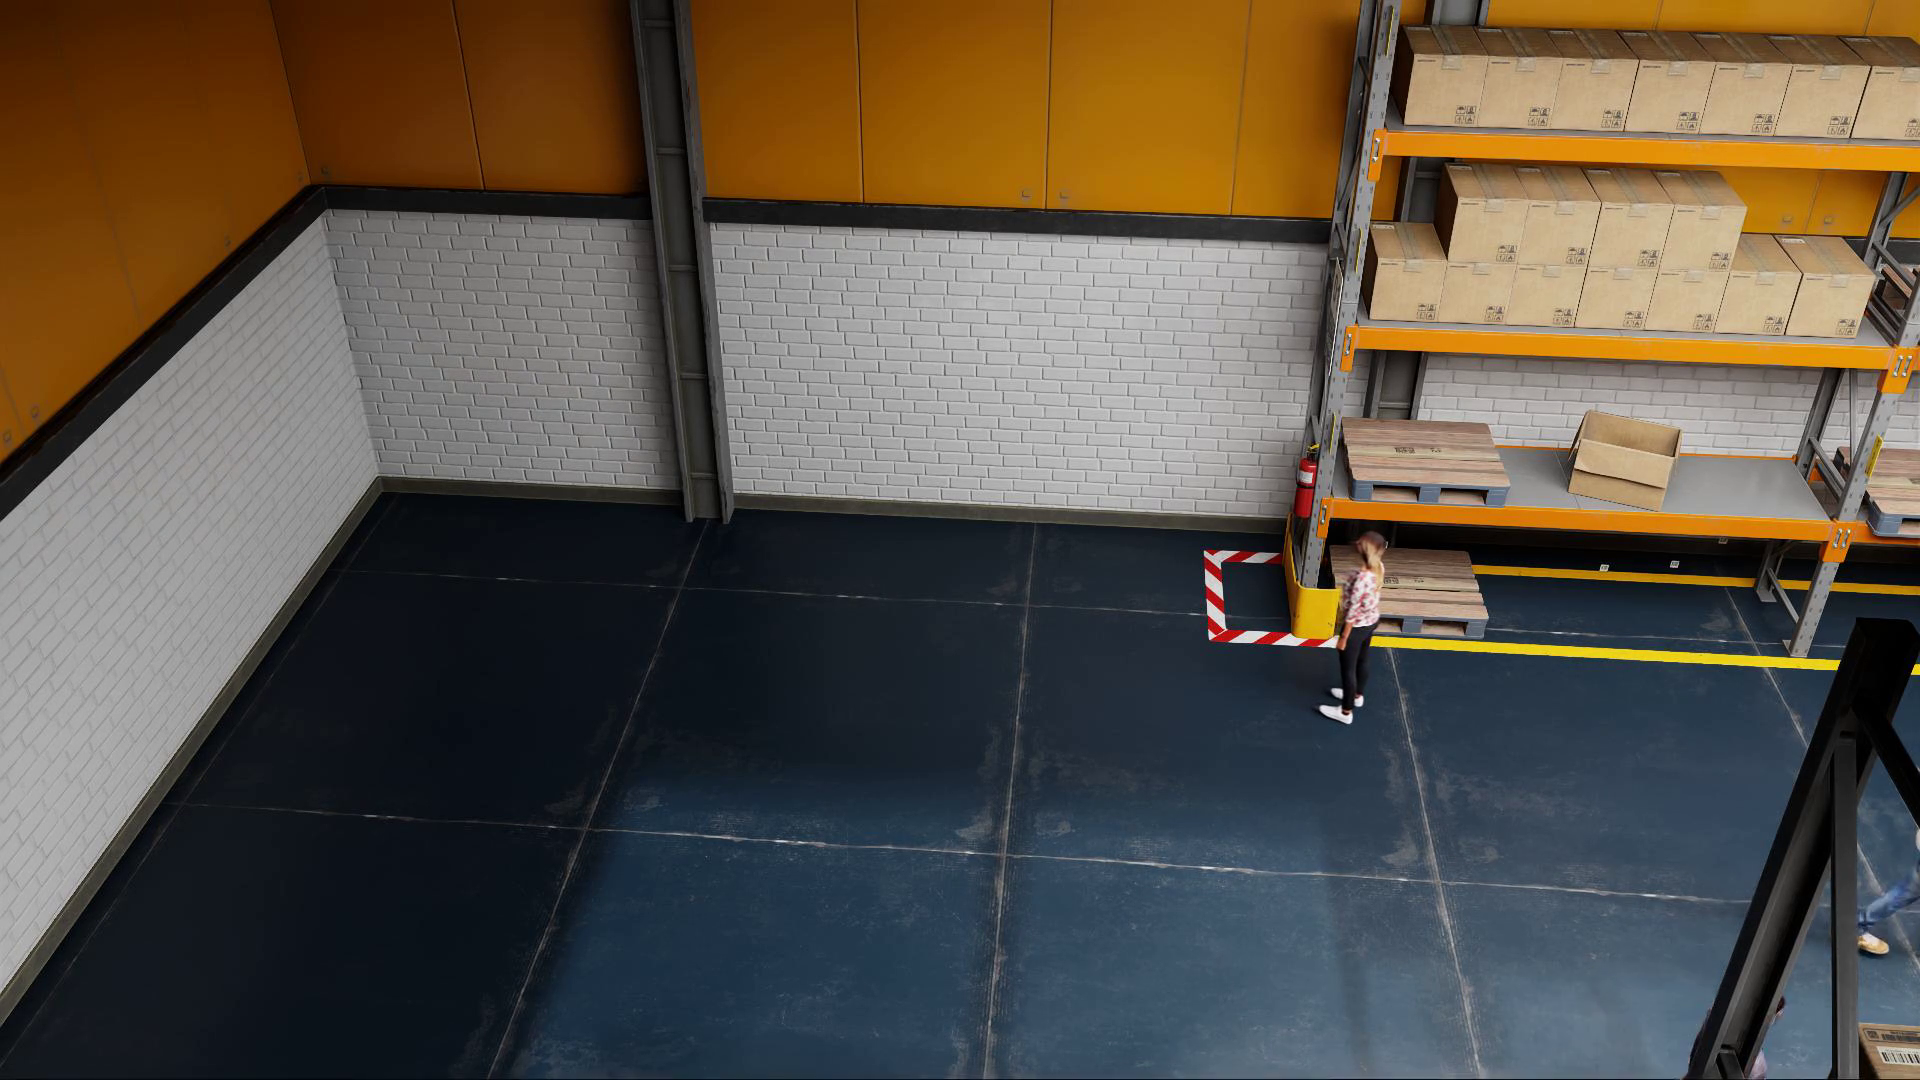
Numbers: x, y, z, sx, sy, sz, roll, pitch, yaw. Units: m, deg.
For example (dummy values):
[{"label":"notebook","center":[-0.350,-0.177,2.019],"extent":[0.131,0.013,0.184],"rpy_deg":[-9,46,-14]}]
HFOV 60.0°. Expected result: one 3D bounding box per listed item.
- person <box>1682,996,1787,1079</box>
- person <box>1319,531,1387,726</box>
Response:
[{"label":"person","center":[3.936,3.013,8.804],"extent":[0.869,1.835,0.674],"rpy_deg":[2,34,4]},{"label":"person","center":[3.022,0.644,12.552],"extent":[0.670,1.631,0.651],"rpy_deg":[21,39,29]}]
